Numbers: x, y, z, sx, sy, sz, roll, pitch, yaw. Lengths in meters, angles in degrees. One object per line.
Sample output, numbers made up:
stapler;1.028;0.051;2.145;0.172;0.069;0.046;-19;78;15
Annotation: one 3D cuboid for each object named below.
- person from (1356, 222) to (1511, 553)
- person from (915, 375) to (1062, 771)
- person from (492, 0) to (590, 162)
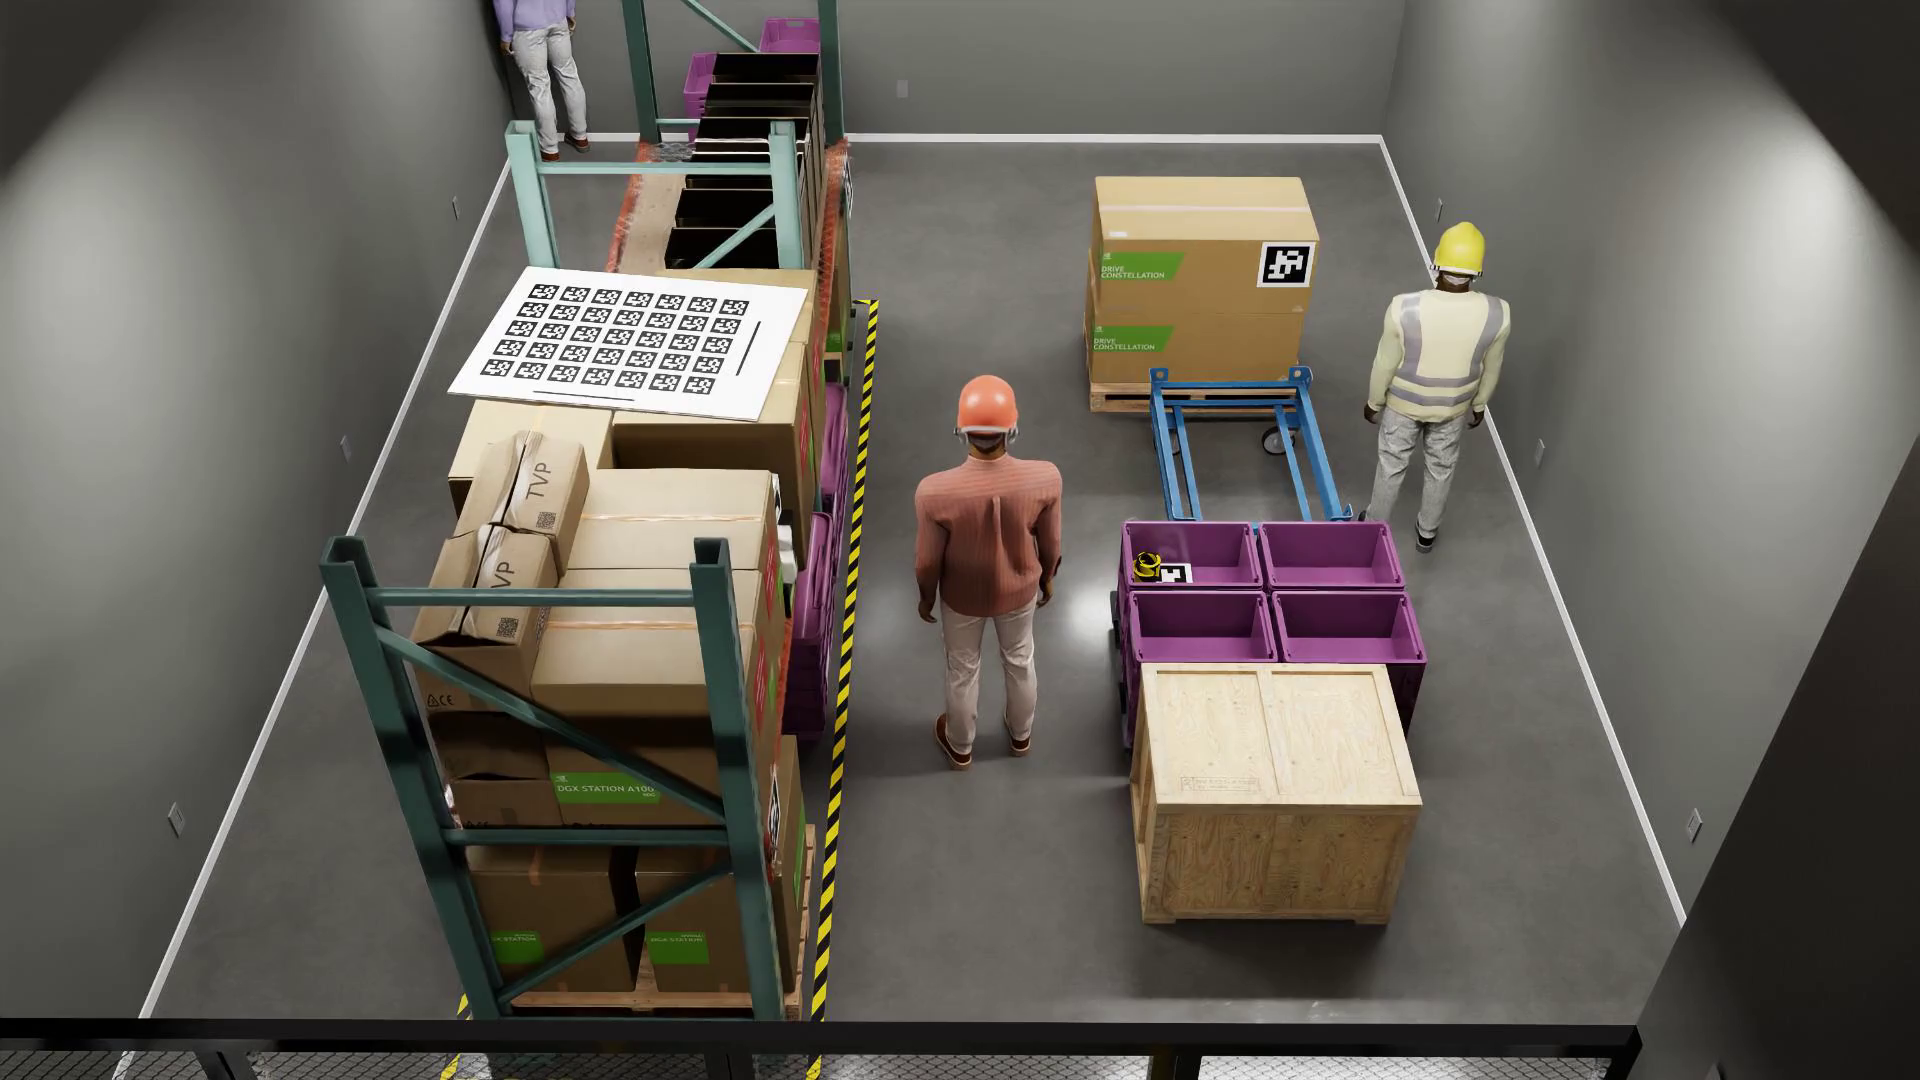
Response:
person;2.249;-0.699;7.990;0.600;1.831;0.404;2;41;2
person;0.111;0.175;6.879;0.611;1.986;0.388;-10;42;-11
person;-2.802;-3.432;11.027;0.372;1.940;0.631;32;51;31
